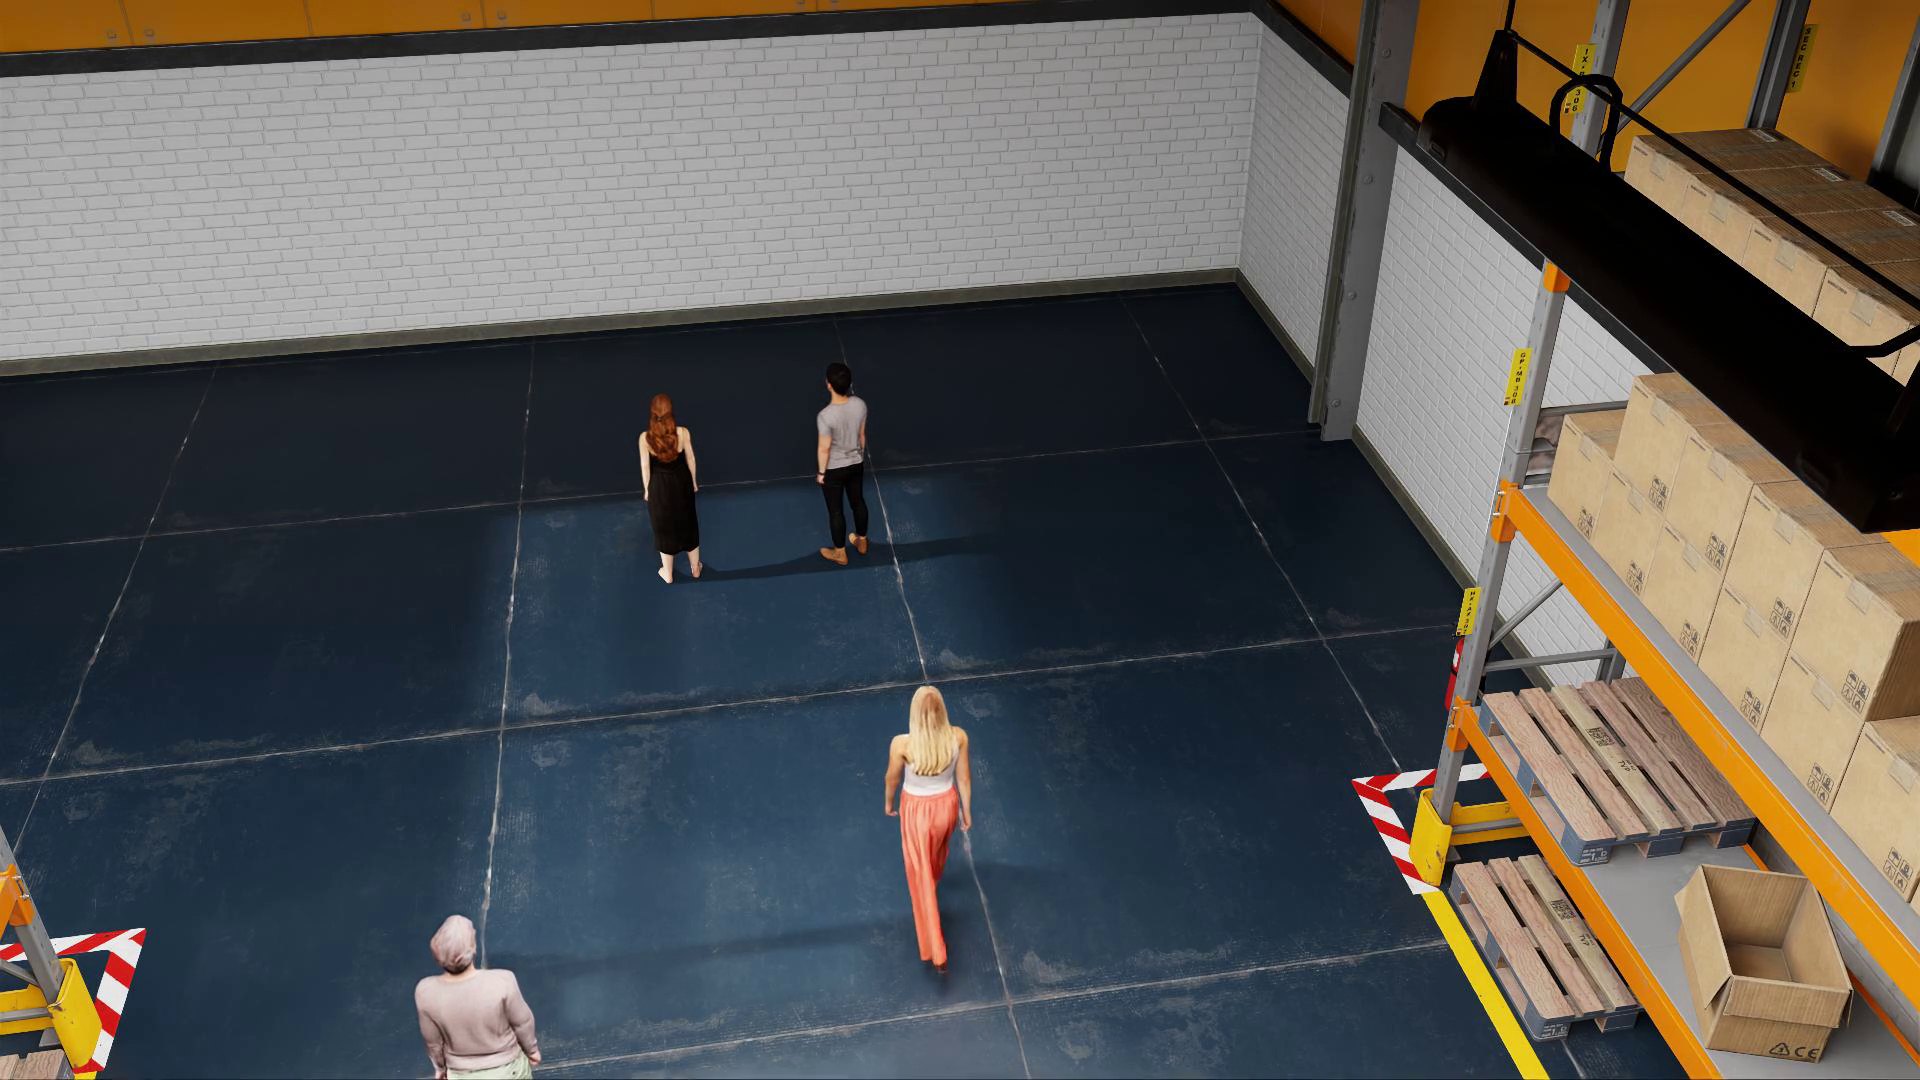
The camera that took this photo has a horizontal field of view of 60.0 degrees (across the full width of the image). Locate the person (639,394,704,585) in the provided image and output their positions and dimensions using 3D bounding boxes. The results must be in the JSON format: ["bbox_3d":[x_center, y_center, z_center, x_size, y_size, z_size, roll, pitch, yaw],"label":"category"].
[{"bbox_3d":[-2.205,-0.389,12.672,0.596,1.625,0.607,-11,35,-16],"label":"person"}]

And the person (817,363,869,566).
[{"bbox_3d":[-0.912,-0.603,12.904,0.688,1.724,0.695,-25,41,-32],"label":"person"}]

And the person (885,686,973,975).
[{"bbox_3d":[-0.167,1.664,9.477,0.655,1.744,1.293,-6,34,-10],"label":"person"}]

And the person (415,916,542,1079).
[{"bbox_3d":[-2.292,2.537,8.044,0.664,1.876,0.596,-7,34,-10],"label":"person"}]
